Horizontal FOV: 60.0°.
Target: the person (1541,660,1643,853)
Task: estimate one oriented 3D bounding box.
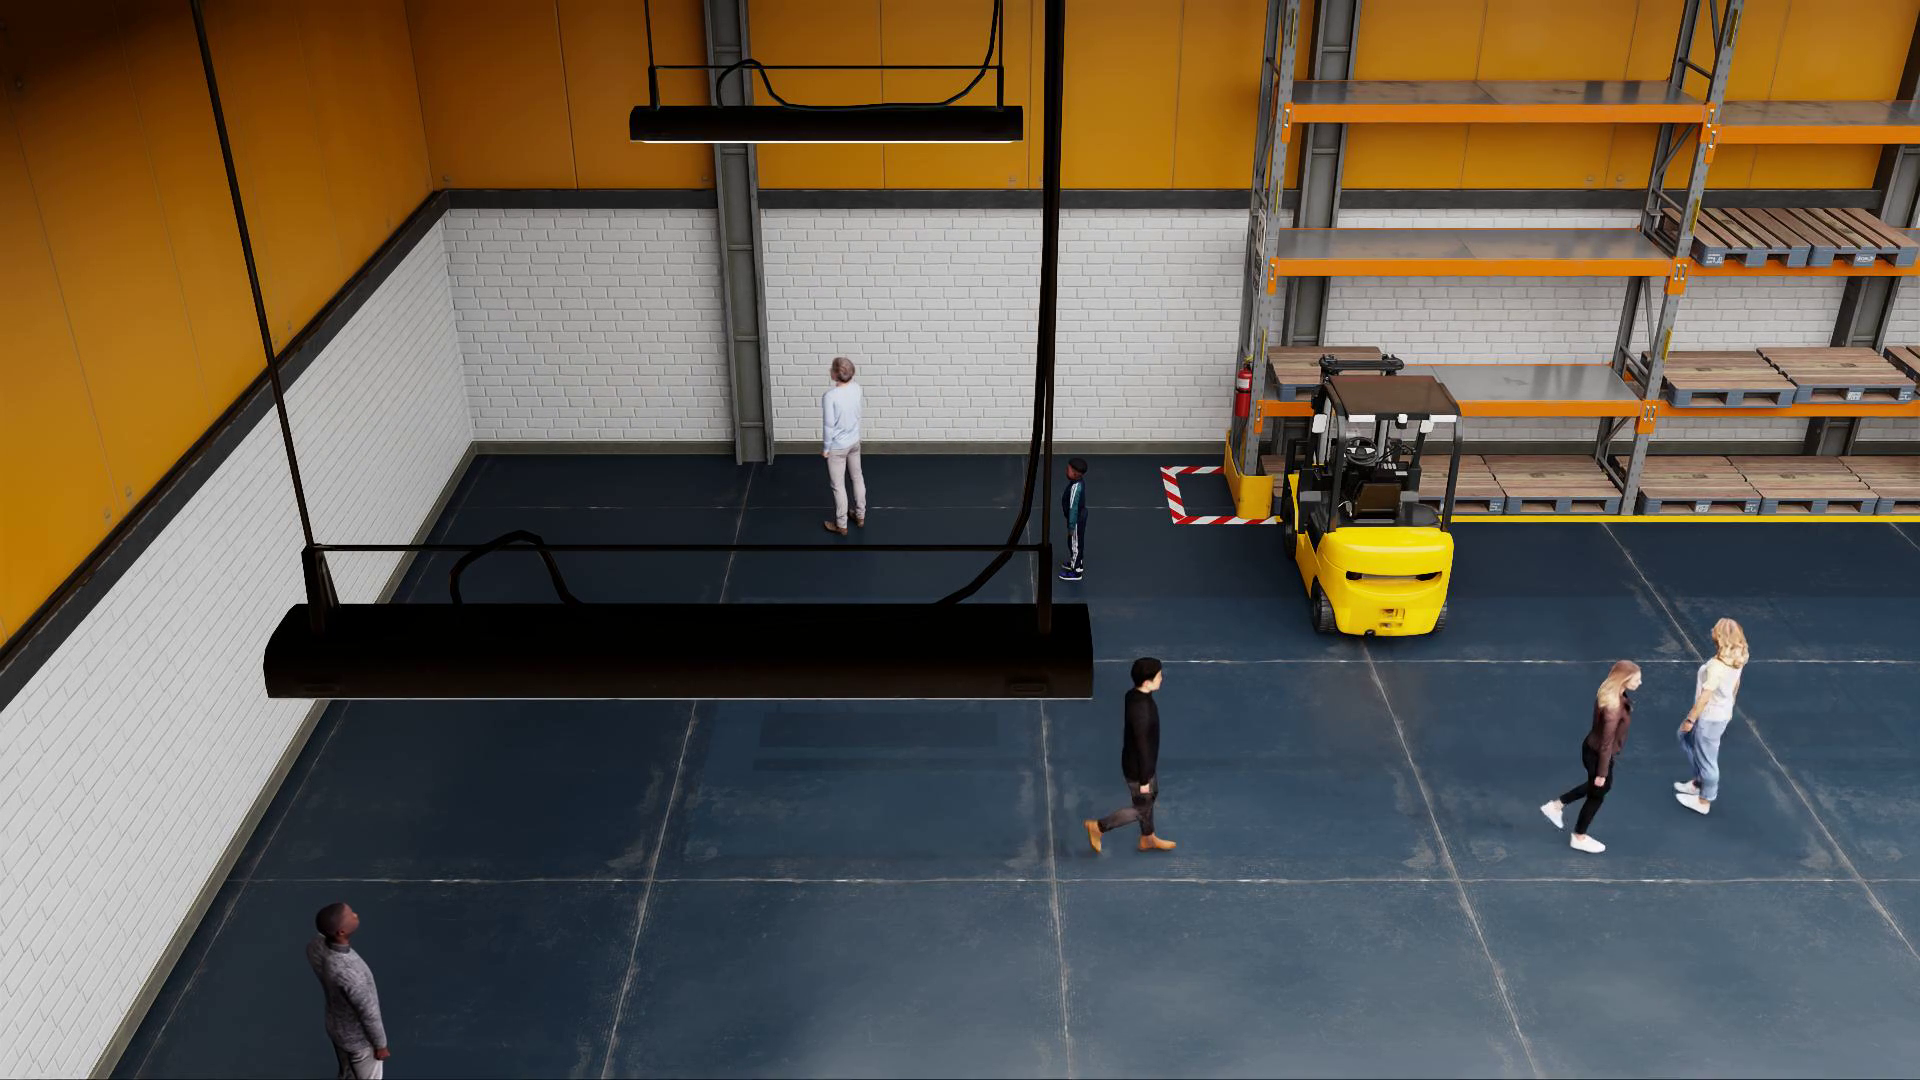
[{"bbox_3d":[4.658,1.581,12.327,0.821,1.691,0.737,9,30,16],"label":"person"}]

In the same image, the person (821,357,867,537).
[{"bbox_3d":[-1.175,-0.968,16.789,0.746,1.894,0.811,-25,37,-37],"label":"person"}]

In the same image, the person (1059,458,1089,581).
[{"bbox_3d":[1.123,-0.223,16.089,0.509,1.255,0.529,5,29,9],"label":"person"}]

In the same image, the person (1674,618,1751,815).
[{"bbox_3d":[5.804,1.393,12.650,0.809,1.712,0.754,24,37,37],"label":"person"}]

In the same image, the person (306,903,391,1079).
[{"bbox_3d":[-3.594,2.881,9.794,0.718,1.835,0.798,23,36,35],"label":"person"}]

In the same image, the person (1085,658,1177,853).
[{"bbox_3d":[1.274,1.626,12.226,0.938,1.709,0.686,2,29,3],"label":"person"}]
